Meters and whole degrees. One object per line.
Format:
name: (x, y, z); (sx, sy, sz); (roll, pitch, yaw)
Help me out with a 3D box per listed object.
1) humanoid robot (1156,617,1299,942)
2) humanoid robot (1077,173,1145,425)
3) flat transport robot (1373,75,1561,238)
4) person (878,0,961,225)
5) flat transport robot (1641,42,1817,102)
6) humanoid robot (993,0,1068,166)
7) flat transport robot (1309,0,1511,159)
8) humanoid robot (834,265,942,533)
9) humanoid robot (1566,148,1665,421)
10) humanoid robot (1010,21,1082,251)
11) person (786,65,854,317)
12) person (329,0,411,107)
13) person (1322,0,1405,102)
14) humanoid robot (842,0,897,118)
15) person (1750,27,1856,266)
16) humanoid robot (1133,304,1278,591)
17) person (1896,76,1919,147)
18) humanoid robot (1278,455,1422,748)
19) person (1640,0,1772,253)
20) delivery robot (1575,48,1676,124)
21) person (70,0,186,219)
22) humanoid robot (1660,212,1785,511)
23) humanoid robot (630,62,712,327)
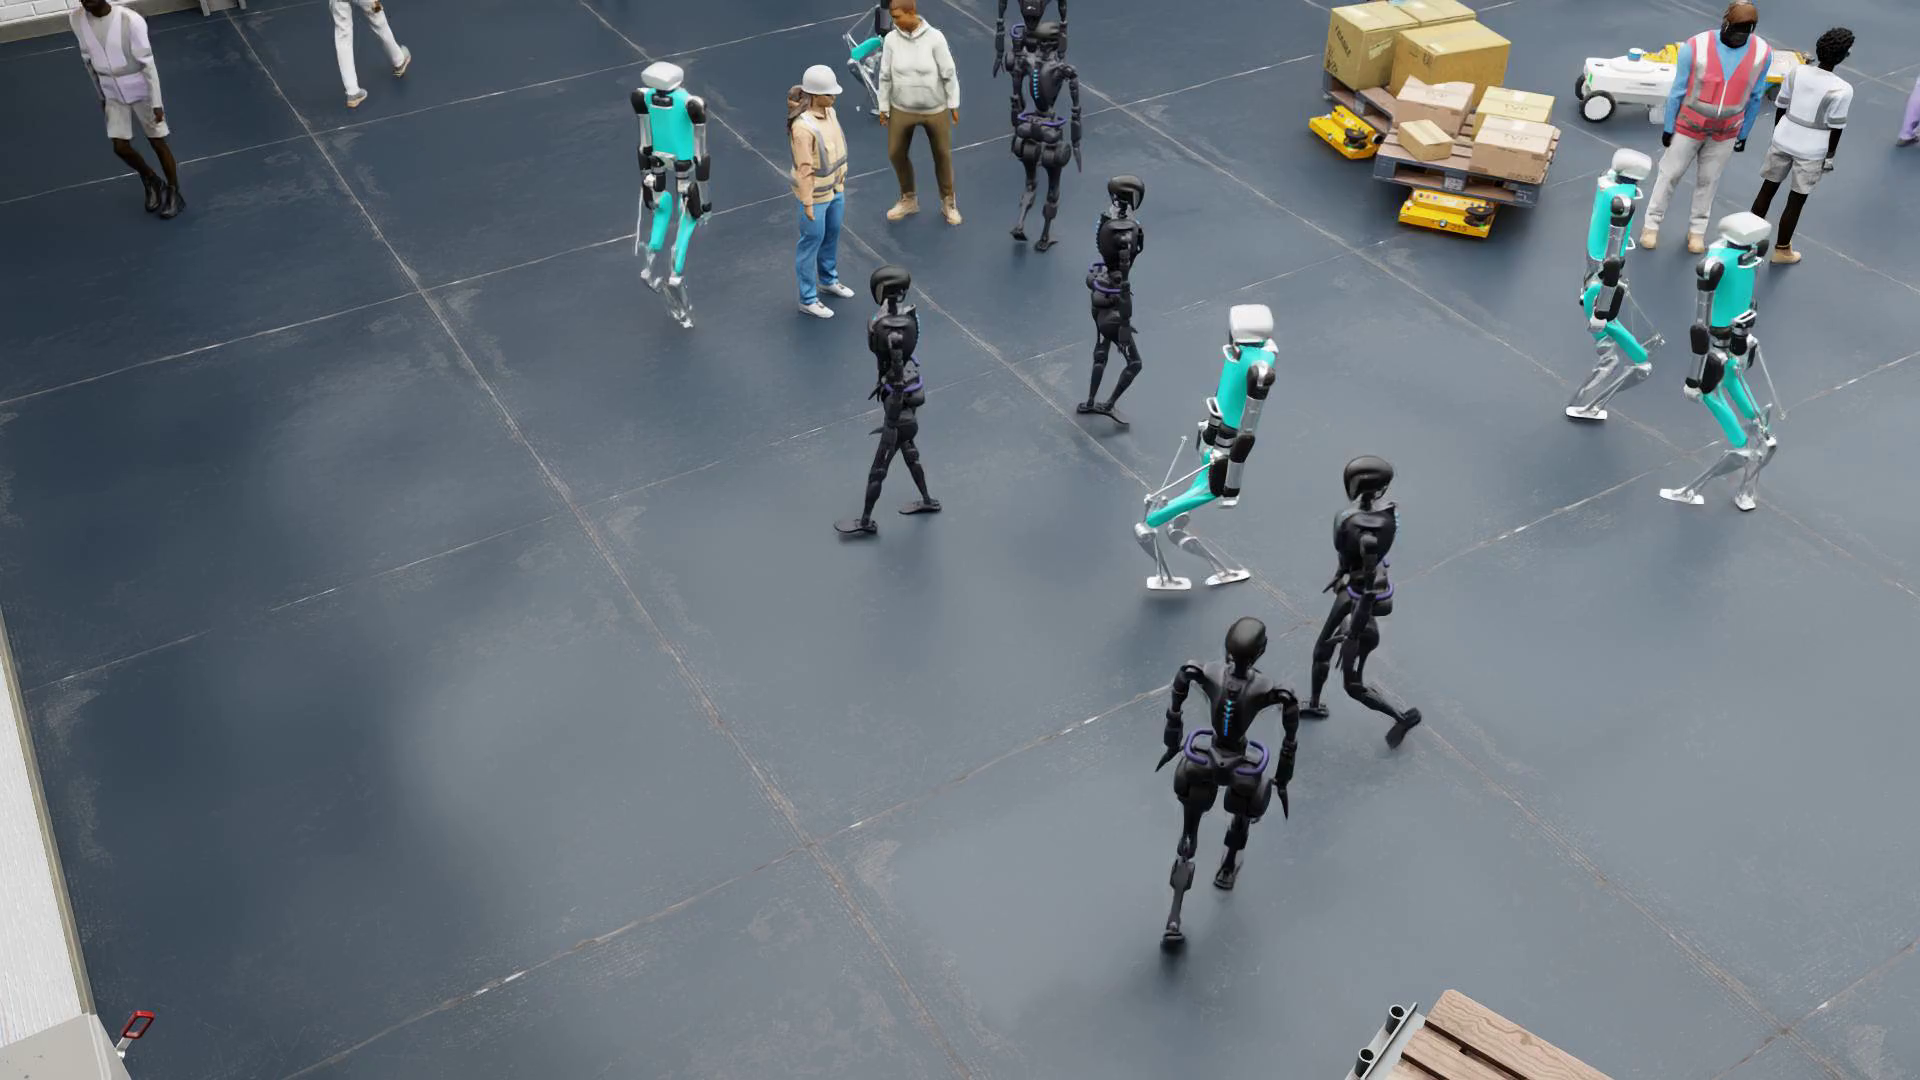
humanoid robot: (1.087, 1.002, 6.923); (0.593, 1.645, 0.685); (13, 40, 16)
humanoid robot: (0.925, -1.447, 9.982); (0.344, 1.650, 0.589); (-3, 39, -4)
flat transport robot: (3.856, -2.761, 12.776); (0.659, 0.231, 1.431); (16, 41, 19)
person: (-0.276, -3.111, 12.037); (0.609, 1.738, 0.393); (6, 39, 7)
flat transport robot: (6.695, -4.060, 14.414); (1.431, 0.231, 0.659); (6, 39, 8)
humanoid robot: (0.563, -3.839, 13.047); (0.604, 1.624, 0.796); (4, 39, 5)
flat transport robot: (3.655, -3.435, 13.626); (1.431, 0.231, 0.659); (-13, 40, -16)
humanoid robot: (-0.420, -0.779, 9.152); (0.644, 1.637, 0.589); (-6, 39, -7)
humanoid robot: (3.977, -1.429, 9.984); (0.696, 1.879, 0.573); (6, 39, 7)
humanoid robot: (0.570, -2.809, 11.702); (0.588, 1.640, 0.434); (20, 43, 23)
person: (-0.936, -2.332, 11.067); (0.376, 1.722, 0.496); (17, 41, 20)
person: (-5.073, -4.646, 13.898); (0.594, 1.828, 1.000); (2, 38, 3)
person: (3.488, -4.433, 13.620); (0.879, 1.832, 0.552); (-18, 42, -22)
humanoid robot: (-0.686, -4.189, 13.475); (0.806, 1.887, 0.546); (15, 41, 18)
person: (5.866, -2.738, 11.597); (0.318, 1.696, 0.534); (-21, 43, -24)
humanoid robot: (1.190, -0.391, 8.612); (0.859, 1.774, 0.543); (-3, 38, -4)
person: (7.844, -3.960, 13.052); (0.503, 1.811, 0.566); (-23, 44, -26)
humanoid robot: (1.944, 0.285, 7.834); (0.660, 1.642, 0.611); (3, 38, 4)
person: (5.246, -2.891, 11.687); (0.620, 1.836, 0.431); (7, 39, 8)
delivery robot: (5.548, -3.790, 13.834); (0.774, 0.583, 0.499); (7, 39, 9)
person: (-6.016, -3.225, 12.028); (0.545, 1.924, 0.421); (0, 38, 0)
humanoid robot: (4.393, -0.877, 9.215); (0.573, 1.767, 0.870); (-26, 45, -29)
humanoid robot: (-1.934, -2.148, 10.833); (0.549, 1.803, 0.663); (16, 41, 19)
